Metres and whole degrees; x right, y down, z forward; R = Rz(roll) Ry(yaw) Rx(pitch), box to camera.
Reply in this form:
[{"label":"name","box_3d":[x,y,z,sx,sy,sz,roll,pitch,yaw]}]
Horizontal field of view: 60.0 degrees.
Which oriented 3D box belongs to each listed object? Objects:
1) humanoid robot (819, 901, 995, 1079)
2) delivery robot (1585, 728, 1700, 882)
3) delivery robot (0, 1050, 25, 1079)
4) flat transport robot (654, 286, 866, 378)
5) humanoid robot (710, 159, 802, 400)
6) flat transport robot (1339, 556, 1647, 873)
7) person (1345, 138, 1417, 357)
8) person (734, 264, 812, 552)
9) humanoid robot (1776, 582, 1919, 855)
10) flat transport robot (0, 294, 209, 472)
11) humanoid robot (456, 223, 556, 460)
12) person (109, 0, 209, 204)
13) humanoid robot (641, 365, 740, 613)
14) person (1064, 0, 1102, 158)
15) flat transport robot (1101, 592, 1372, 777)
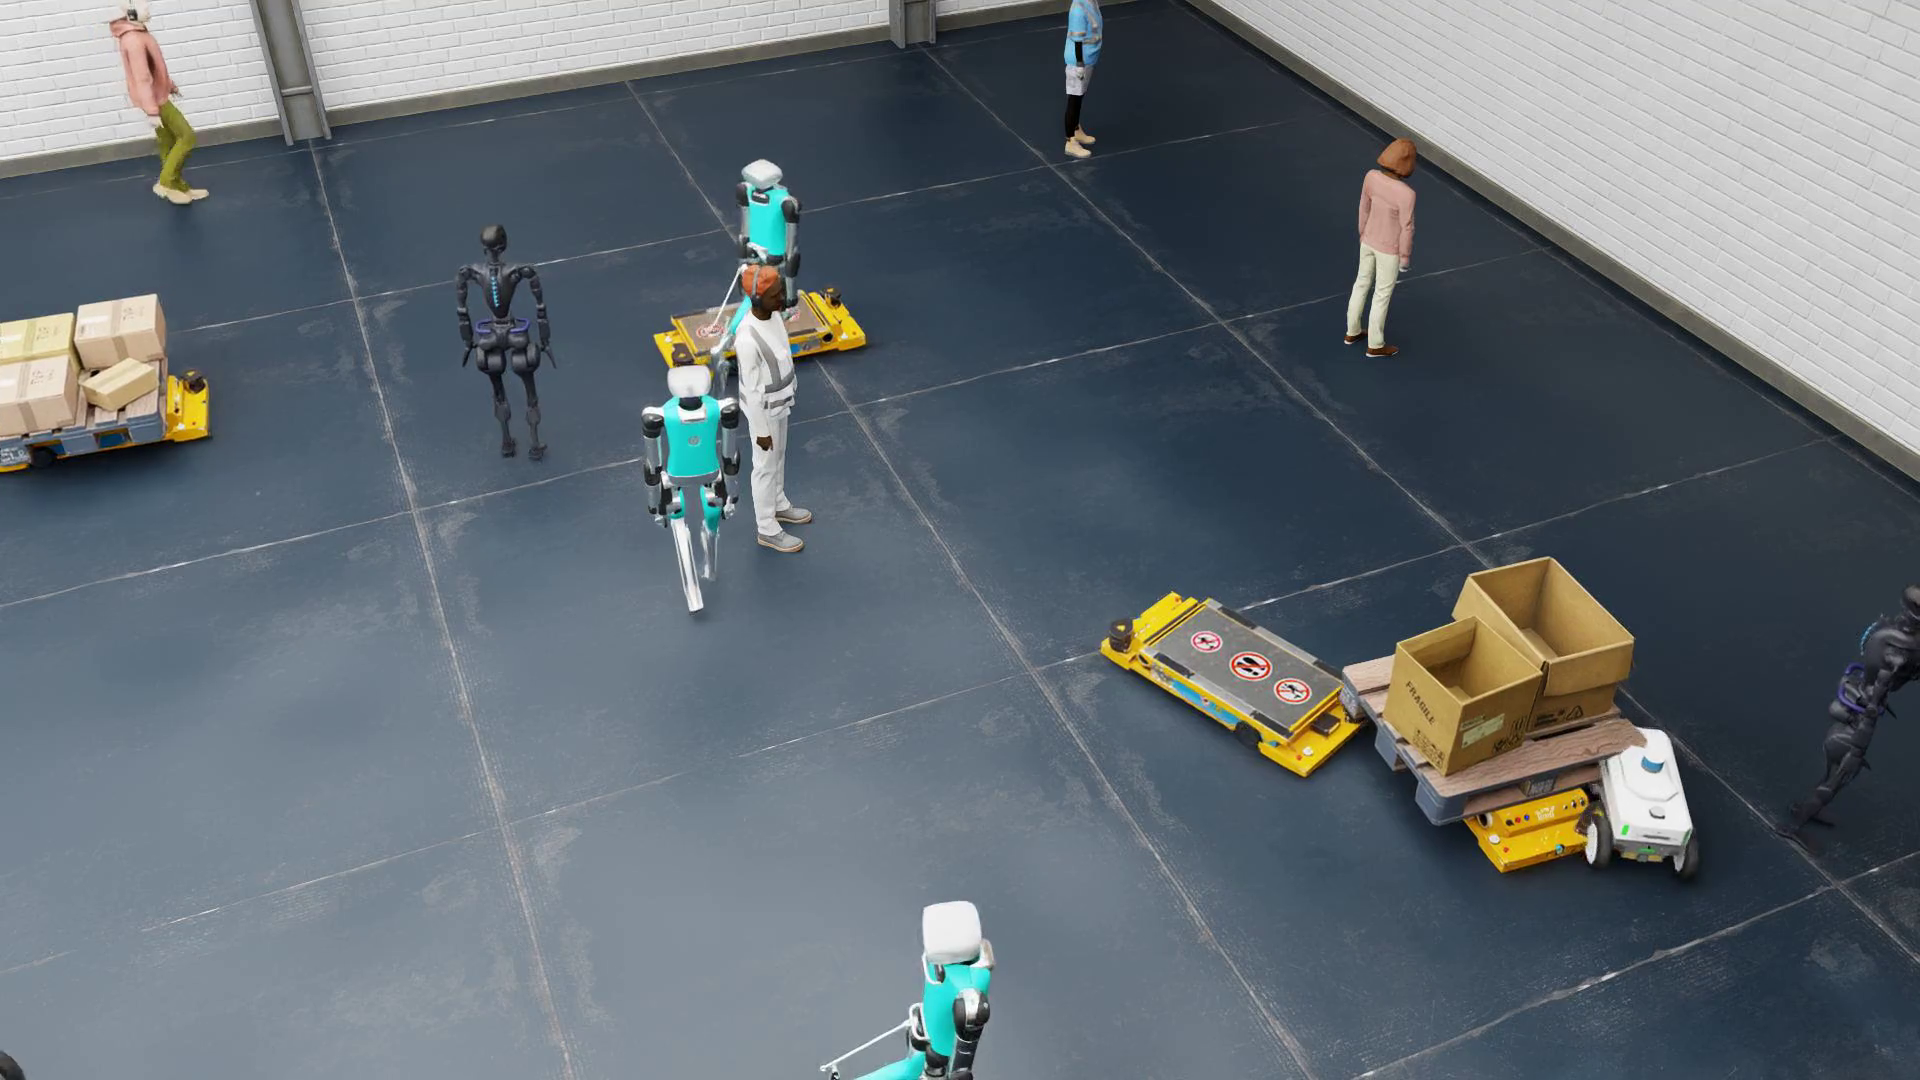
[{"label":"humanoid robot","box_3d":[-0.309,2.095,6.407,1.067,1.775,0.531,-6,38,-8]},{"label":"delivery robot","box_3d":[3.414,1.299,8.335,0.499,0.579,0.753,5,38,7]},{"label":"delivery robot","box_3d":[-4.478,2.278,7.082,0.803,0.603,0.499,13,39,17]},{"label":"flat transport robot","box_3d":[-1.477,-1.517,12.248,1.431,0.231,0.659,-14,40,-18]},{"label":"humanoid robot","box_3d":[-1.478,-1.573,11.162,0.530,1.811,0.899,28,45,31]},{"label":"flat transport robot","box_3d":[2.773,1.118,8.818,0.659,0.231,1.431,-12,39,-15]},{"label":"person","box_3d":[3.022,-2.087,11.868,0.283,1.633,0.498,-20,42,-24]},{"label":"person","box_3d":[-1.134,-0.796,9.987,0.356,1.882,0.573,5,38,6]},{"label":"humanoid robot","box_3d":[4.341,0.853,8.009,0.314,1.656,0.610,22,43,26]},{"label":"flat transport robot","box_3d":[-5.901,-0.813,11.332,1.431,0.231,0.659,-12,39,-15]},{"label":"humanoid robot","box_3d":[-2.951,-1.261,10.766,0.605,1.644,0.356,-4,38,-5]},{"label":"person","box_3d":[-6.610,-3.634,13.735,0.435,1.819,0.516,-17,41,-21]},{"label":"humanoid robot","box_3d":[-1.528,-0.277,9.513,0.561,1.890,0.789,-10,39,-12]},{"label":"person","box_3d":[1.080,-4.225,14.599,0.320,1.697,0.531,8,38,11]},{"label":"flat transport robot","box_3d":[1.542,0.752,9.295,1.431,0.231,0.659,31,47,34]}]
